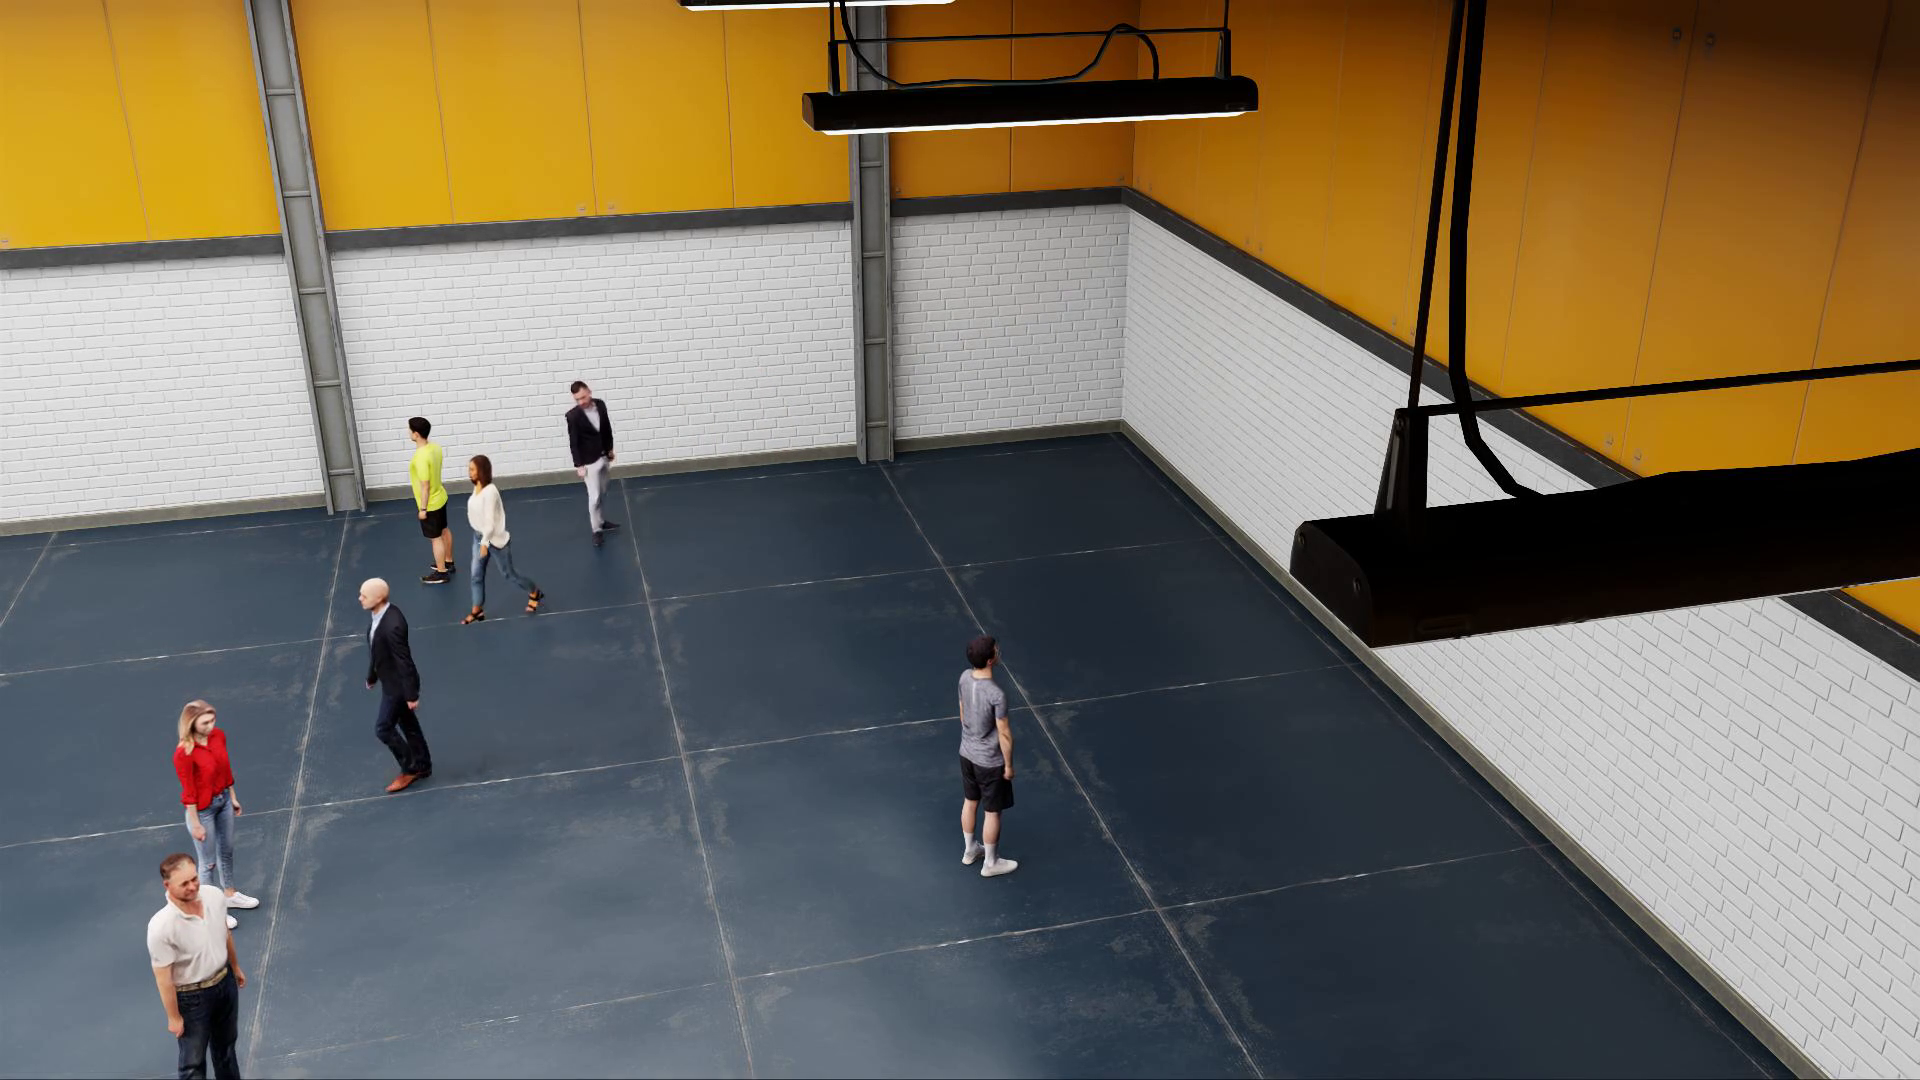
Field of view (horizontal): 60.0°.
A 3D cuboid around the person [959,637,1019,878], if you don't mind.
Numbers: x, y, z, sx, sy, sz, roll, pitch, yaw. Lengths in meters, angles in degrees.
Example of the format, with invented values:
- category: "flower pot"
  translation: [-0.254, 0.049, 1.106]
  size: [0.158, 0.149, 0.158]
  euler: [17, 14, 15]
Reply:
- category: "person"
  translation: [0.163, 1.525, 11.847]
  size: [0.705, 1.871, 0.732]
  euler: [-18, 29, -35]

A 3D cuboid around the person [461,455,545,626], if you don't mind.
- category: "person"
  translation: [-4.316, -0.003, 15.623]
  size: [1.133, 1.646, 0.889]
  euler: [-18, 29, -35]

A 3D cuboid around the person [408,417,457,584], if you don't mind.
- category: "person"
  translation: [-5.232, -0.415, 16.489]
  size: [0.647, 1.708, 0.686]
  euler: [2, 24, 4]

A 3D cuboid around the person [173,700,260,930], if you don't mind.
- category: "person"
  translation: [-5.114, 1.835, 11.346]
  size: [0.698, 1.704, 0.693]
  euler: [7, 24, 15]

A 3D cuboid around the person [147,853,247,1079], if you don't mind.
- category: "person"
  translation: [-4.339, 2.562, 9.498]
  size: [0.791, 1.853, 0.741]
  euler: [12, 26, 25]

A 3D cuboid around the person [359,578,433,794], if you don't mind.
- category: "person"
  translation: [-4.299, 1.092, 12.941]
  size: [0.699, 1.787, 0.753]
  euler: [-11, 26, -23]

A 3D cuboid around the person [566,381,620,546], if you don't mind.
- category: "person"
  translation: [-3.828, -0.834, 17.343]
  size: [0.926, 1.791, 0.838]
  euler: [10, 25, 21]
